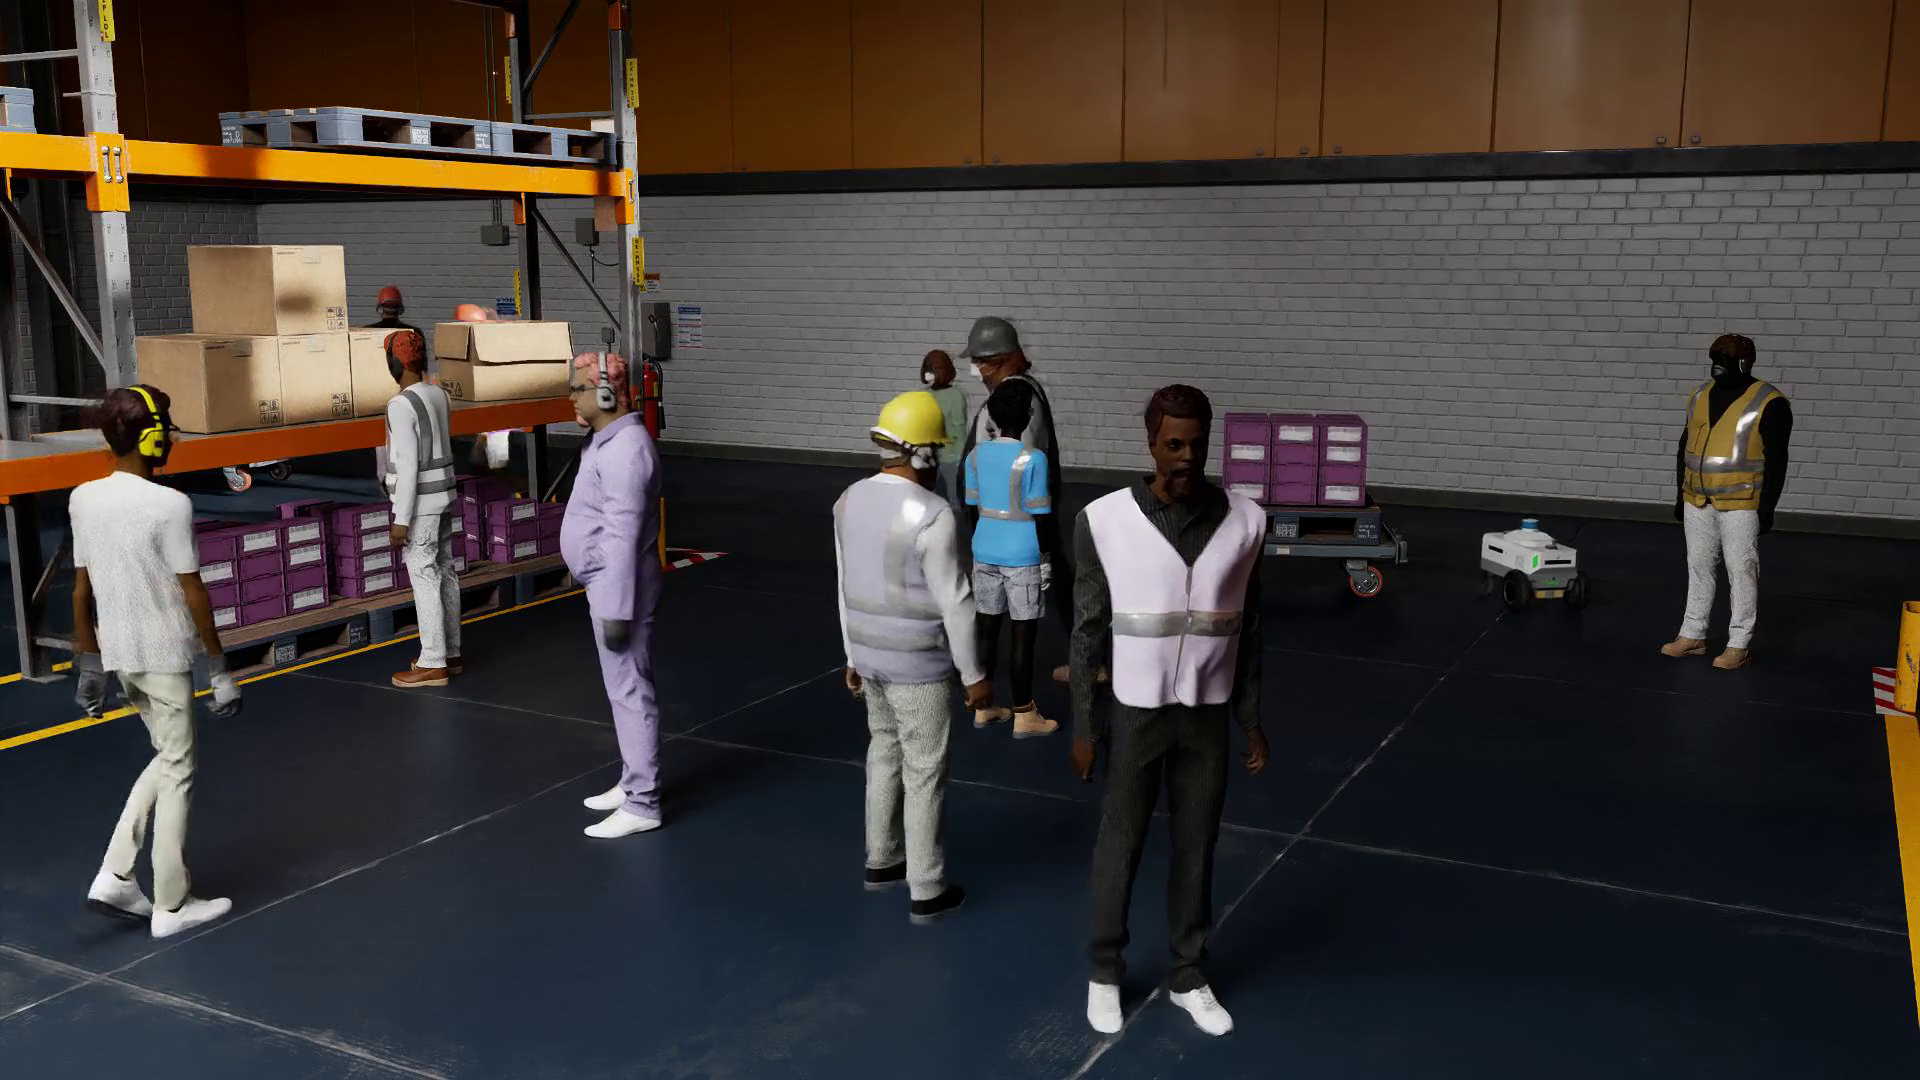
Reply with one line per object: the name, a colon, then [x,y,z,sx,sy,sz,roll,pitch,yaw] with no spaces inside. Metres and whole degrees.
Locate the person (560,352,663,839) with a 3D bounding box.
person: [-1.368,0.211,6.572,0.399,1.900,0.643,-2,10,-12]

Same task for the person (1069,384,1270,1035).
person: [0.606,0.512,4.874,0.614,1.939,0.460,-3,10,-14]

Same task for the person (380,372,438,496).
person: [-4.151,-0.718,12.572,0.535,1.684,0.358,4,11,23]

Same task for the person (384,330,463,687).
person: [-2.850,-0.164,8.783,0.362,1.883,0.575,1,10,5]

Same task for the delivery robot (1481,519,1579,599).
delivery robot: [3.683,0.105,10.774,0.477,0.478,0.707,-2,11,-11]

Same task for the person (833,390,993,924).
person: [-0.184,0.398,5.705,0.409,1.824,0.599,-7,12,-36]

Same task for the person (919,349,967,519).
person: [-0.064,-0.579,12.010,0.765,1.607,0.508,-9,13,-42]

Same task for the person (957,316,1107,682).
person: [0.250,-0.222,8.662,1.139,2.000,0.697,2,10,14]

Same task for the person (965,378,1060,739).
person: [0.246,0.086,7.866,0.317,1.700,0.538,-9,13,-42]

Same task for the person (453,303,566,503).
person: [-3.569,-0.899,13.024,0.826,1.898,0.594,-3,10,-19]

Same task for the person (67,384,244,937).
person: [-2.639,0.412,5.528,0.527,1.855,0.370,5,11,28]

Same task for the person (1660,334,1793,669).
person: [4.221,-0.215,9.198,0.428,1.842,0.631,-5,11,-28]

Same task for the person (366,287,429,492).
person: [-5.322,-1.383,15.631,0.653,1.946,0.979,-5,11,-25]
